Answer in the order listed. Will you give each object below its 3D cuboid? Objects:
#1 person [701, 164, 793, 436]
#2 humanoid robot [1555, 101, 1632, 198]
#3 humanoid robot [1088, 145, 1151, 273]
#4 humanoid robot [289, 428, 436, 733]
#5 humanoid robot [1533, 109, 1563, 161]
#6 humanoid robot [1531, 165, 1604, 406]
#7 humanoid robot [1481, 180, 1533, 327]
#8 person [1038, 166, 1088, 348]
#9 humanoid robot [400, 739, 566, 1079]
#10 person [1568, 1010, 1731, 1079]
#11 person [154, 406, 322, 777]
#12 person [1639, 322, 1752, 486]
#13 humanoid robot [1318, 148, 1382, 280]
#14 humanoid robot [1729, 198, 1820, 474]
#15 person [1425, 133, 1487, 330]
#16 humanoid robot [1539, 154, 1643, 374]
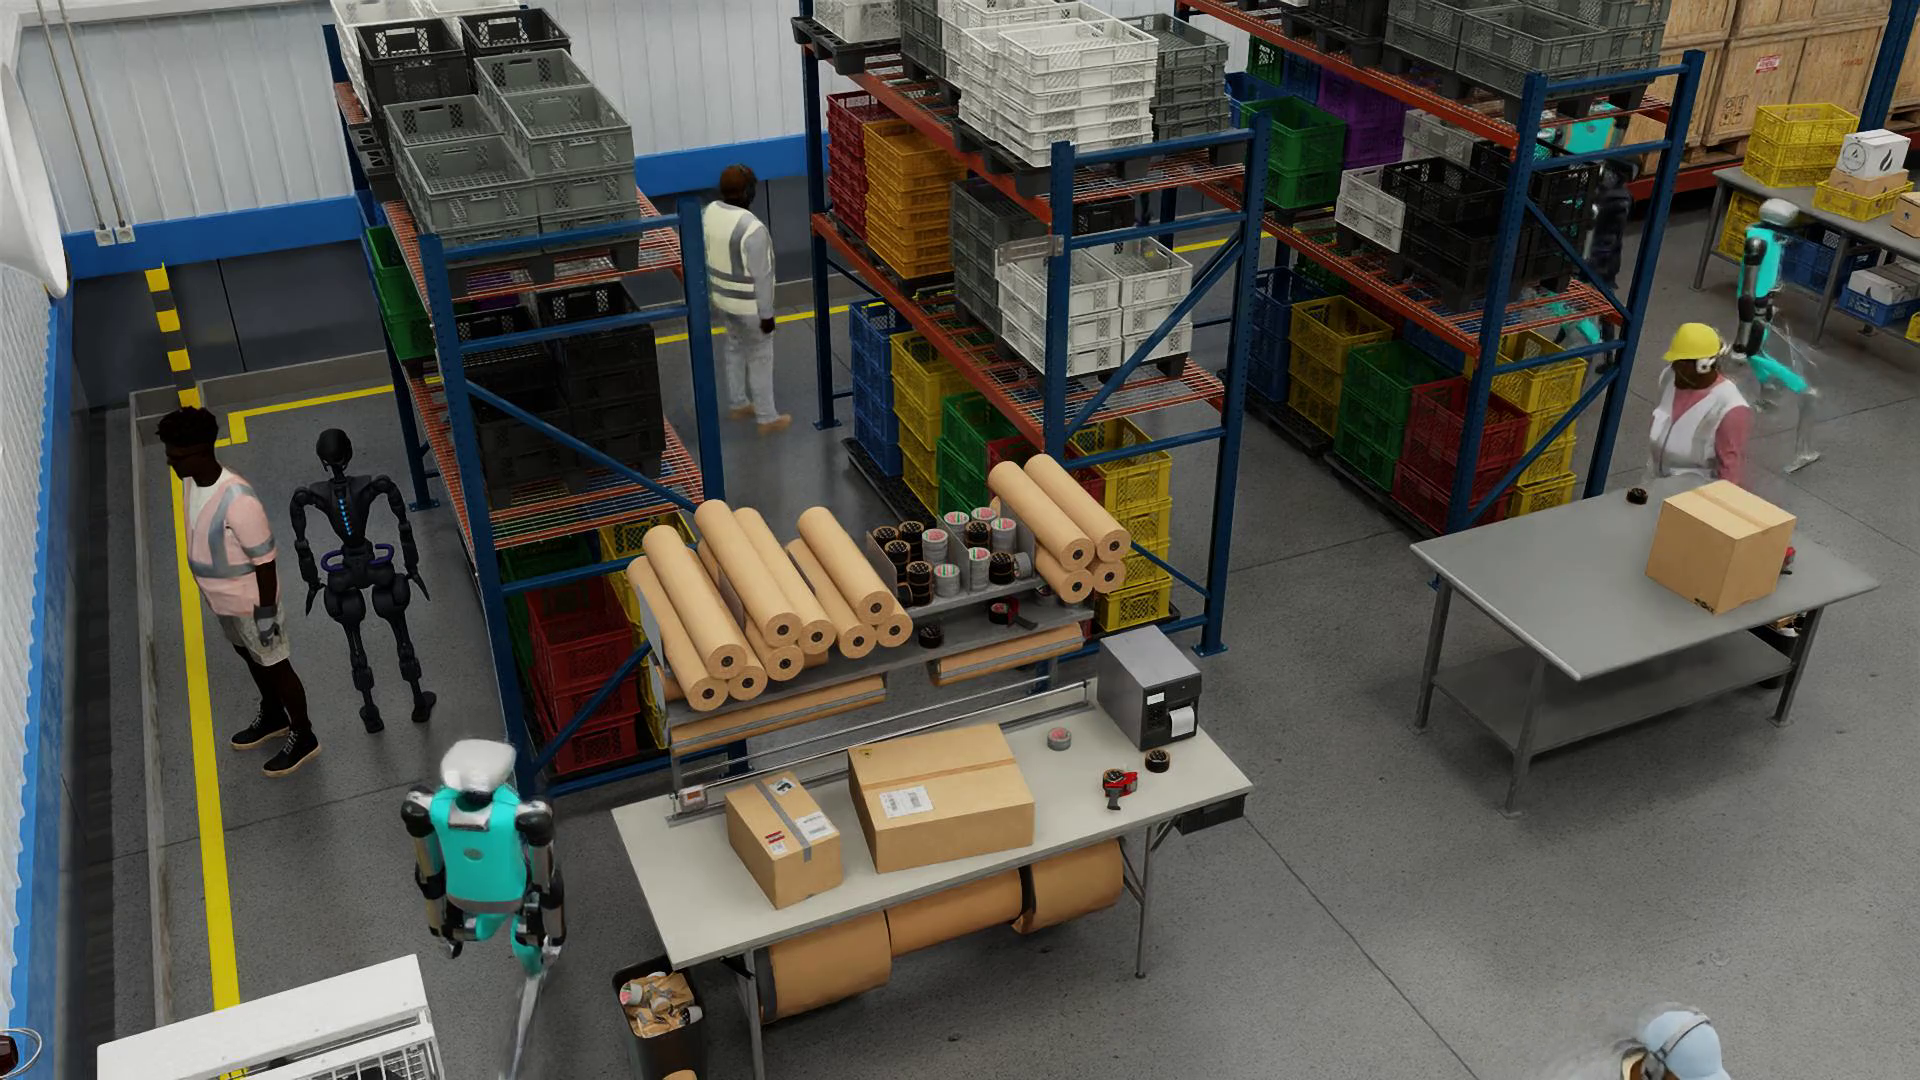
[{"bbox_3d":[-1.430,-1.600,11.074,0.429,1.839,0.634,-27,41,-37],"label":"person"},{"bbox_3d":[4.917,-2.842,13.233,0.545,1.816,0.820,10,33,16],"label":"humanoid robot"},{"bbox_3d":[1.122,-2.147,12.113,0.585,1.651,0.331,15,35,23],"label":"humanoid robot"},{"bbox_3d":[-2.980,0.202,8.285,0.599,1.657,0.315,-9,33,-14],"label":"humanoid robot"},{"bbox_3d":[4.022,-2.455,12.526,0.537,1.768,0.686,-20,37,-29],"label":"humanoid robot"},{"bbox_3d":[4.277,-1.692,11.387,0.785,1.835,0.559,-12,34,-18],"label":"humanoid robot"},{"bbox_3d":[3.644,-1.657,11.327,0.450,1.643,0.611,7,32,11],"label":"humanoid robot"},{"bbox_3d":[0.700,-2.309,12.032,0.389,2.040,0.613,16,35,25],"label":"person"},{"bbox_3d":[-1.703,1.301,6.482,0.559,1.767,0.971,2,32,2],"label":"humanoid robot"},{"bbox_3d":[1.945,2.055,5.149,0.600,1.821,0.612,-14,34,-22],"label":"person"},{"bbox_3d":[-3.450,0.246,7.952,0.612,1.963,0.361,26,40,36],"label":"person"},{"bbox_3d":[3.940,-0.339,9.079,0.768,1.801,0.628,-15,35,-23],"label":"person"},{"bbox_3d":[3.270,-2.881,13.334,0.649,1.630,0.606,-3,32,-5],"label":"humanoid robot"},{"bbox_3d":[5.345,-1.266,10.654,0.989,1.775,0.538,20,37,29],"label":"humanoid robot"},{"bbox_3d":[3.459,-1.894,11.507,0.576,1.881,0.347,-5,32,-8],"label":"person"},{"bbox_3d":[4.614,-2.008,11.917,0.605,1.635,0.626,1,32,2],"label":"humanoid robot"}]
